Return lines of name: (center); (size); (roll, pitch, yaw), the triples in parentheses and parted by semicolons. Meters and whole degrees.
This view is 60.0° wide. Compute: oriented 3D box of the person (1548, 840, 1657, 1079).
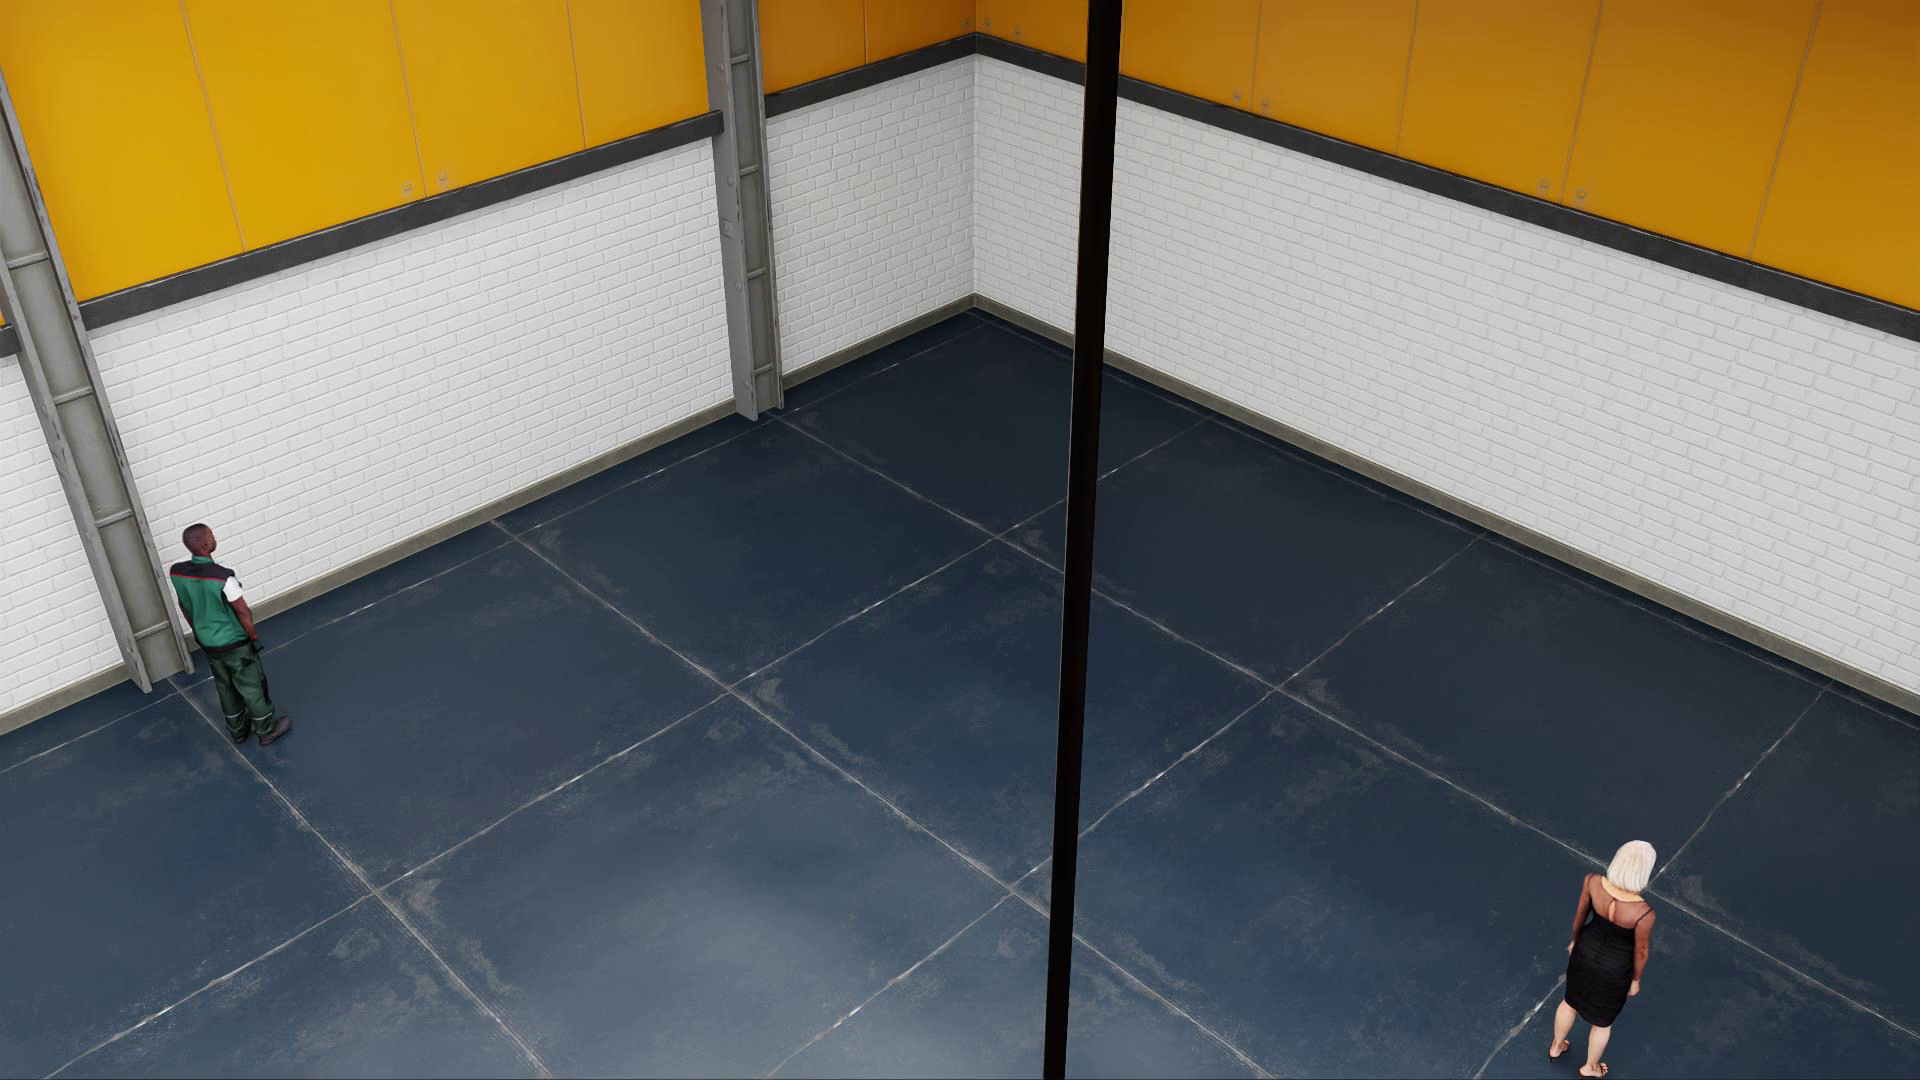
person: (3.626, 2.386, 9.394); (0.536, 1.742, 0.612); (-24, 41, -32)

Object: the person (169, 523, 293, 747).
person: (-5.239, 0.688, 11.860); (0.786, 1.839, 0.800); (7, 34, 10)
